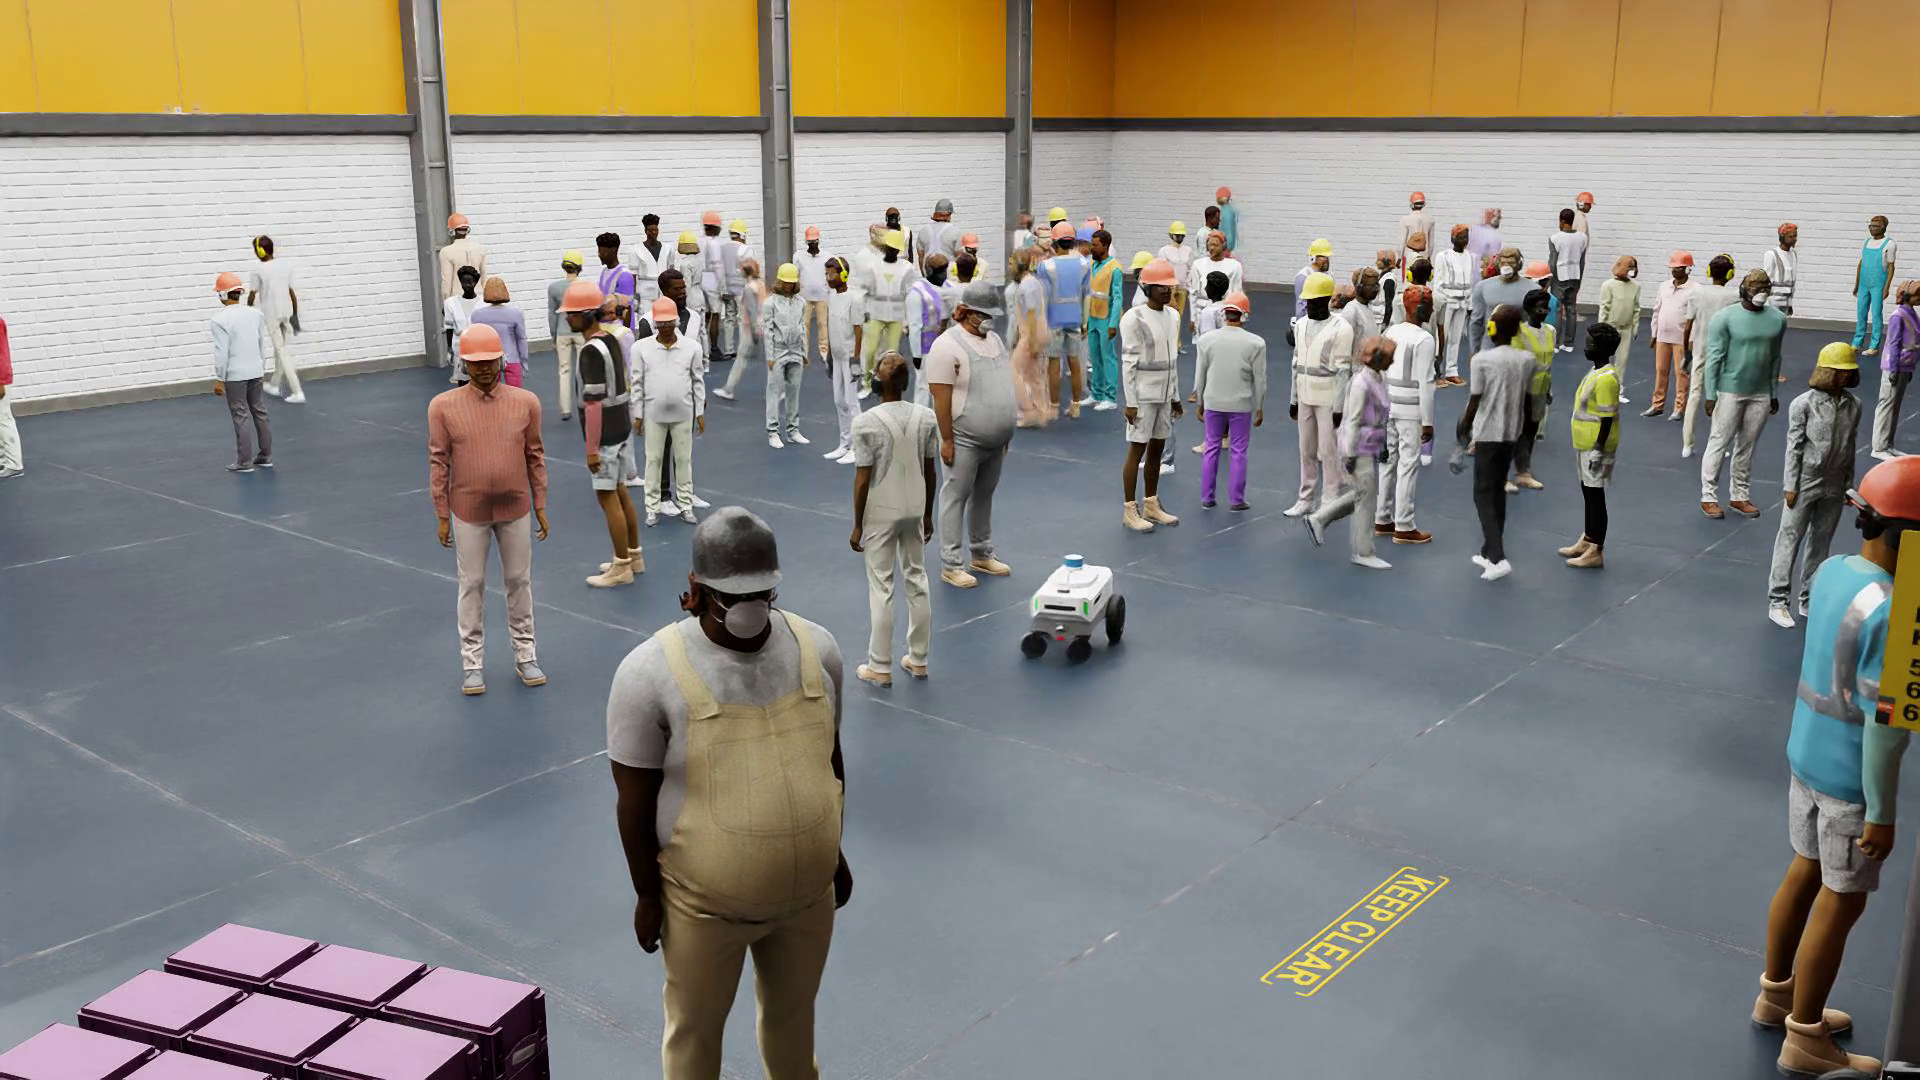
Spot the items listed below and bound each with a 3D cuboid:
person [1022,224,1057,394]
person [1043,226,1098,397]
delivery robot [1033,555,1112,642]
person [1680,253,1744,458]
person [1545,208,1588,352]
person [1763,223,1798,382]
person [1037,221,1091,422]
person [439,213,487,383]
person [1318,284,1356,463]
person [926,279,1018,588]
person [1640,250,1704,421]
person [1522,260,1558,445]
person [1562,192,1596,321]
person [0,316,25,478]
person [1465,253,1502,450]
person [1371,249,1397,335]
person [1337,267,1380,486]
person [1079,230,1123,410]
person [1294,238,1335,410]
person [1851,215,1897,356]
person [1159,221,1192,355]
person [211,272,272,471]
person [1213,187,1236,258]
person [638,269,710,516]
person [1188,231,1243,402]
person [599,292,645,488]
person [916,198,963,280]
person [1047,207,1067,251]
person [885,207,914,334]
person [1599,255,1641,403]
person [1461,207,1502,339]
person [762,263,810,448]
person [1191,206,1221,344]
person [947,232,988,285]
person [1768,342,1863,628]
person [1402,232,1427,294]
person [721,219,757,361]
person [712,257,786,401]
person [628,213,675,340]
[{"bbox_3d":[0.933,-2.633,18.969,0.650,1.906,0.401,-12,18,-40],"label":"person"},{"bbox_3d":[1.251,-2.593,18.822,0.659,1.900,0.764,-12,18,-39],"label":"person"},{"bbox_3d":[0.659,0.330,9.678,0.477,0.478,0.707,4,15,16],"label":"delivery robot"},{"bbox_3d":[6.855,-1.669,15.190,0.512,1.872,0.330,12,18,39],"label":"person"},{"bbox_3d":[8.104,-3.474,22.309,0.589,1.918,0.392,-5,15,-20],"label":"person"},{"bbox_3d":[9.663,-2.796,19.665,0.584,1.882,0.337,-10,17,-34],"label":"person"},{"bbox_3d":[1.044,-2.238,17.113,0.607,2.044,0.376,-7,15,-25],"label":"person"},{"bbox_3d":[-5.849,-2.846,19.640,0.375,1.995,0.611,11,18,38],"label":"person"},{"bbox_3d":[3.376,-1.463,14.840,0.305,1.637,0.522,-2,14,-8],"label":"person"},{"bbox_3d":[0.130,-0.721,11.055,0.535,2.000,0.674,11,18,38],"label":"person"},{"bbox_3d":[7.381,-2.112,17.194,0.329,1.751,0.563,-9,17,-32],"label":"person"},{"bbox_3d":[5.462,-1.783,15.878,0.335,1.753,0.563,12,18,40],"label":"person"},{"bbox_3d":[9.624,-4.416,25.929,0.401,1.986,0.612,1,14,3],"label":"person"},{"bbox_3d":[-8.416,-1.406,14.405,0.574,1.740,0.348,13,19,41],"label":"person"},{"bbox_3d":[4.965,-1.755,15.580,0.390,1.847,0.566,9,16,31],"label":"person"},{"bbox_3d":[4.789,-2.464,18.832,0.306,1.639,0.523,1,14,4],"label":"person"},{"bbox_3d":[3.372,-1.393,14.139,0.327,1.843,0.516,8,16,30],"label":"person"},{"bbox_3d":[1.531,-2.360,17.853,0.390,1.919,0.591,-8,16,-28],"label":"person"},{"bbox_3d":[3.809,-2.297,17.775,0.602,1.830,0.404,-13,19,-43],"label":"person"},{"bbox_3d":[12.065,-3.361,22.002,0.329,1.844,0.516,-6,15,-22],"label":"person"},{"bbox_3d":[2.851,-3.322,22.005,0.526,1.769,0.329,-7,16,-26],"label":"person"},{"bbox_3d":[-6.363,-1.482,14.676,0.329,1.753,0.560,6,15,22],"label":"person"},{"bbox_3d":[4.499,-5.031,28.418,0.444,1.978,0.623,2,14,9],"label":"person"},{"bbox_3d":[-2.250,-1.166,13.077,0.390,1.922,0.591,10,17,34],"label":"person"},{"bbox_3d":[2.790,-2.433,18.218,0.575,1.882,0.360,7,15,25],"label":"person"},{"bbox_3d":[-2.879,-1.258,14.014,0.514,1.641,0.309,12,18,39],"label":"person"},{"bbox_3d":[-0.212,-3.618,22.630,0.686,2.000,0.535,7,16,27],"label":"person"},{"bbox_3d":[1.346,-3.520,22.476,0.390,1.924,0.588,4,15,16],"label":"person"},{"bbox_3d":[-0.976,-3.924,24.259,0.631,1.842,0.428,-3,14,-13],"label":"person"},{"bbox_3d":[7.212,-2.302,18.224,0.503,1.628,0.276,-4,15,-15],"label":"person"},{"bbox_3d":[7.276,-3.665,23.112,0.469,1.891,0.673,-4,14,-14],"label":"person"},{"bbox_3d":[-1.635,-1.749,15.783,0.483,1.737,0.311,-12,19,-41],"label":"person"},{"bbox_3d":[3.432,-3.693,23.208,0.390,1.910,0.590,6,15,22],"label":"person"},{"bbox_3d":[0.117,-2.819,20.018,0.571,1.751,0.329,-9,17,-33],"label":"person"},{"bbox_3d":[5.229,-0.332,10.103,0.485,1.745,0.296,-3,14,-13],"label":"person"},{"bbox_3d":[5.983,-3.237,21.934,0.285,1.634,0.499,0,14,1],"label":"person"},{"bbox_3d":[-2.861,-3.222,21.495,0.593,1.825,0.404,10,17,35],"label":"person"},{"bbox_3d":[-2.276,-2.315,18.347,0.901,1.587,0.523,4,15,15],"label":"person"},{"bbox_3d":[-3.720,-2.980,20.229,0.614,1.964,0.361,-9,16,-31],"label":"person"}]
